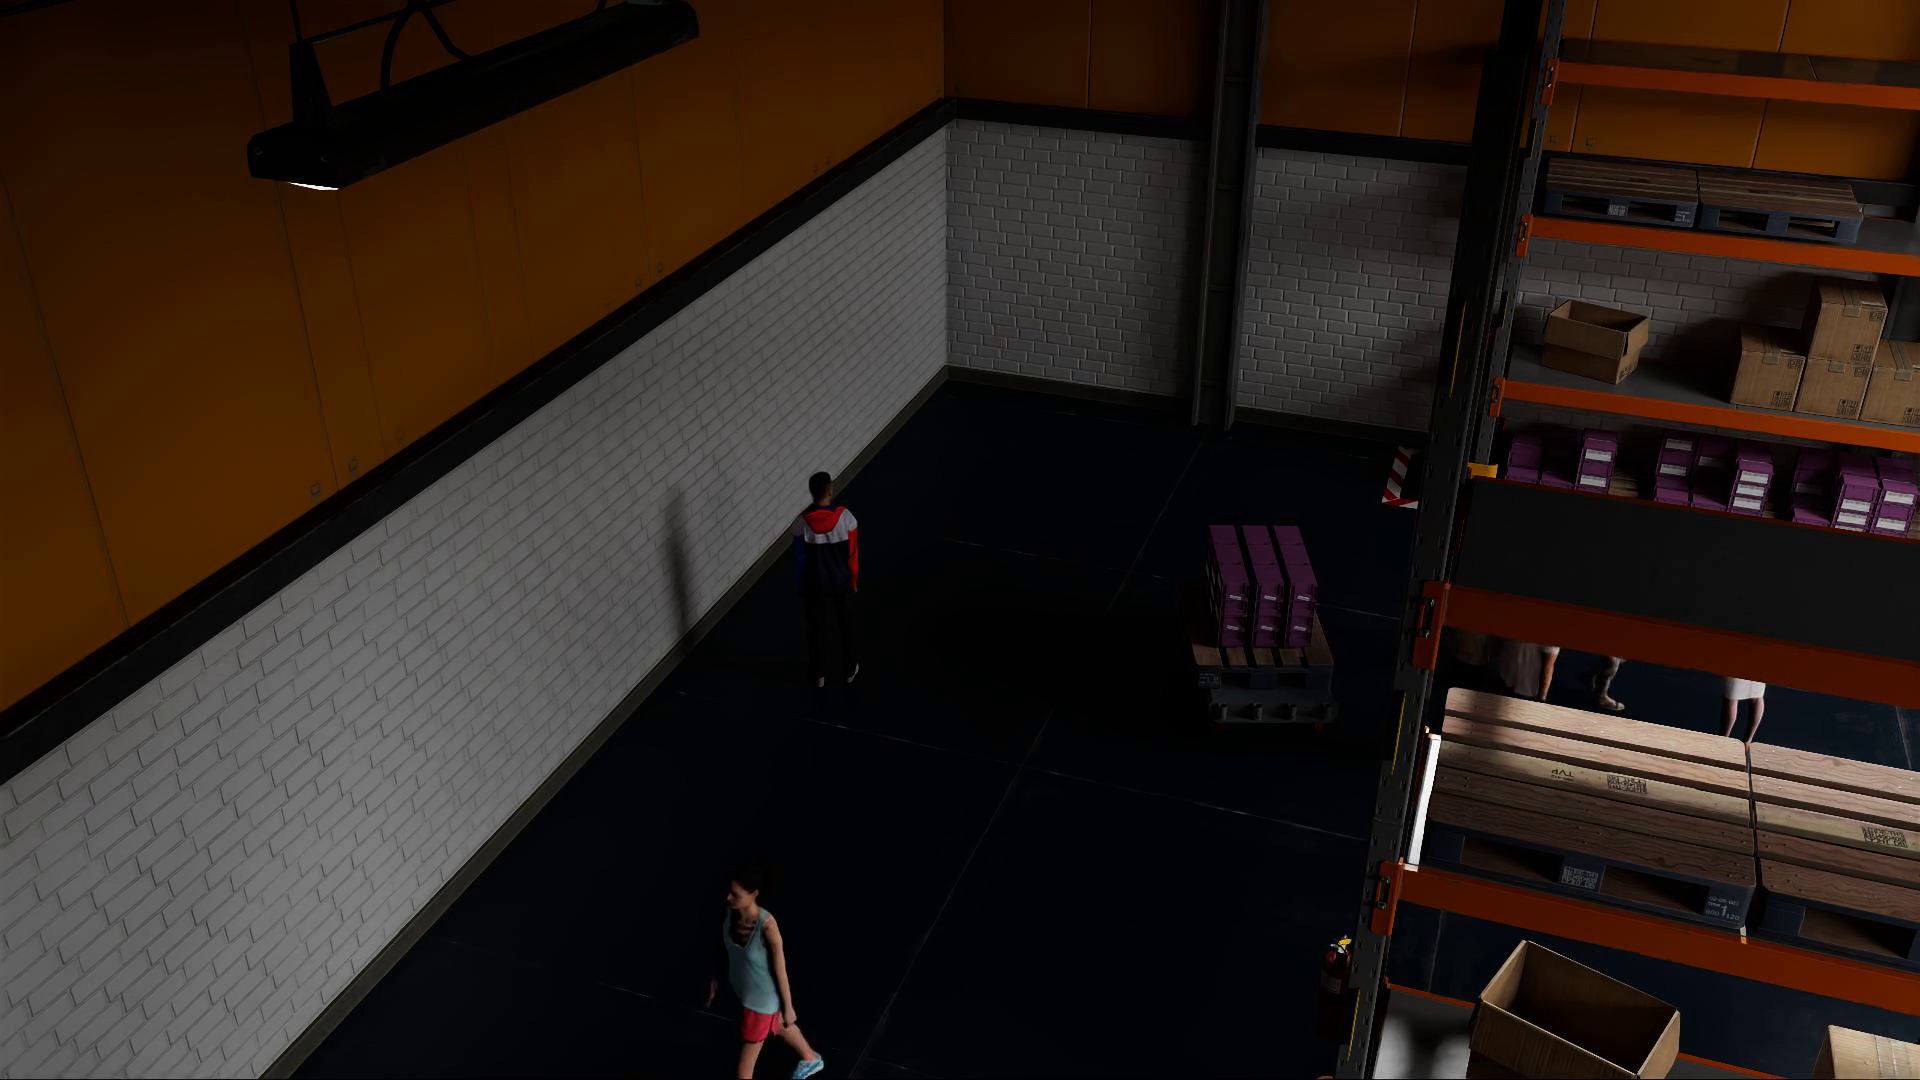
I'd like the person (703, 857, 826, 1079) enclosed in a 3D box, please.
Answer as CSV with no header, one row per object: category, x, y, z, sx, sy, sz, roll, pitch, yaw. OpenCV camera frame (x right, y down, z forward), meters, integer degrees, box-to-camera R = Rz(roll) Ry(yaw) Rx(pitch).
person,-1.010,2.377,8.774,1.218,1.713,1.012,25,37,38

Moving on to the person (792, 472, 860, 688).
person,-1.005,0.296,12.544,0.656,1.757,0.778,-5,29,-9
